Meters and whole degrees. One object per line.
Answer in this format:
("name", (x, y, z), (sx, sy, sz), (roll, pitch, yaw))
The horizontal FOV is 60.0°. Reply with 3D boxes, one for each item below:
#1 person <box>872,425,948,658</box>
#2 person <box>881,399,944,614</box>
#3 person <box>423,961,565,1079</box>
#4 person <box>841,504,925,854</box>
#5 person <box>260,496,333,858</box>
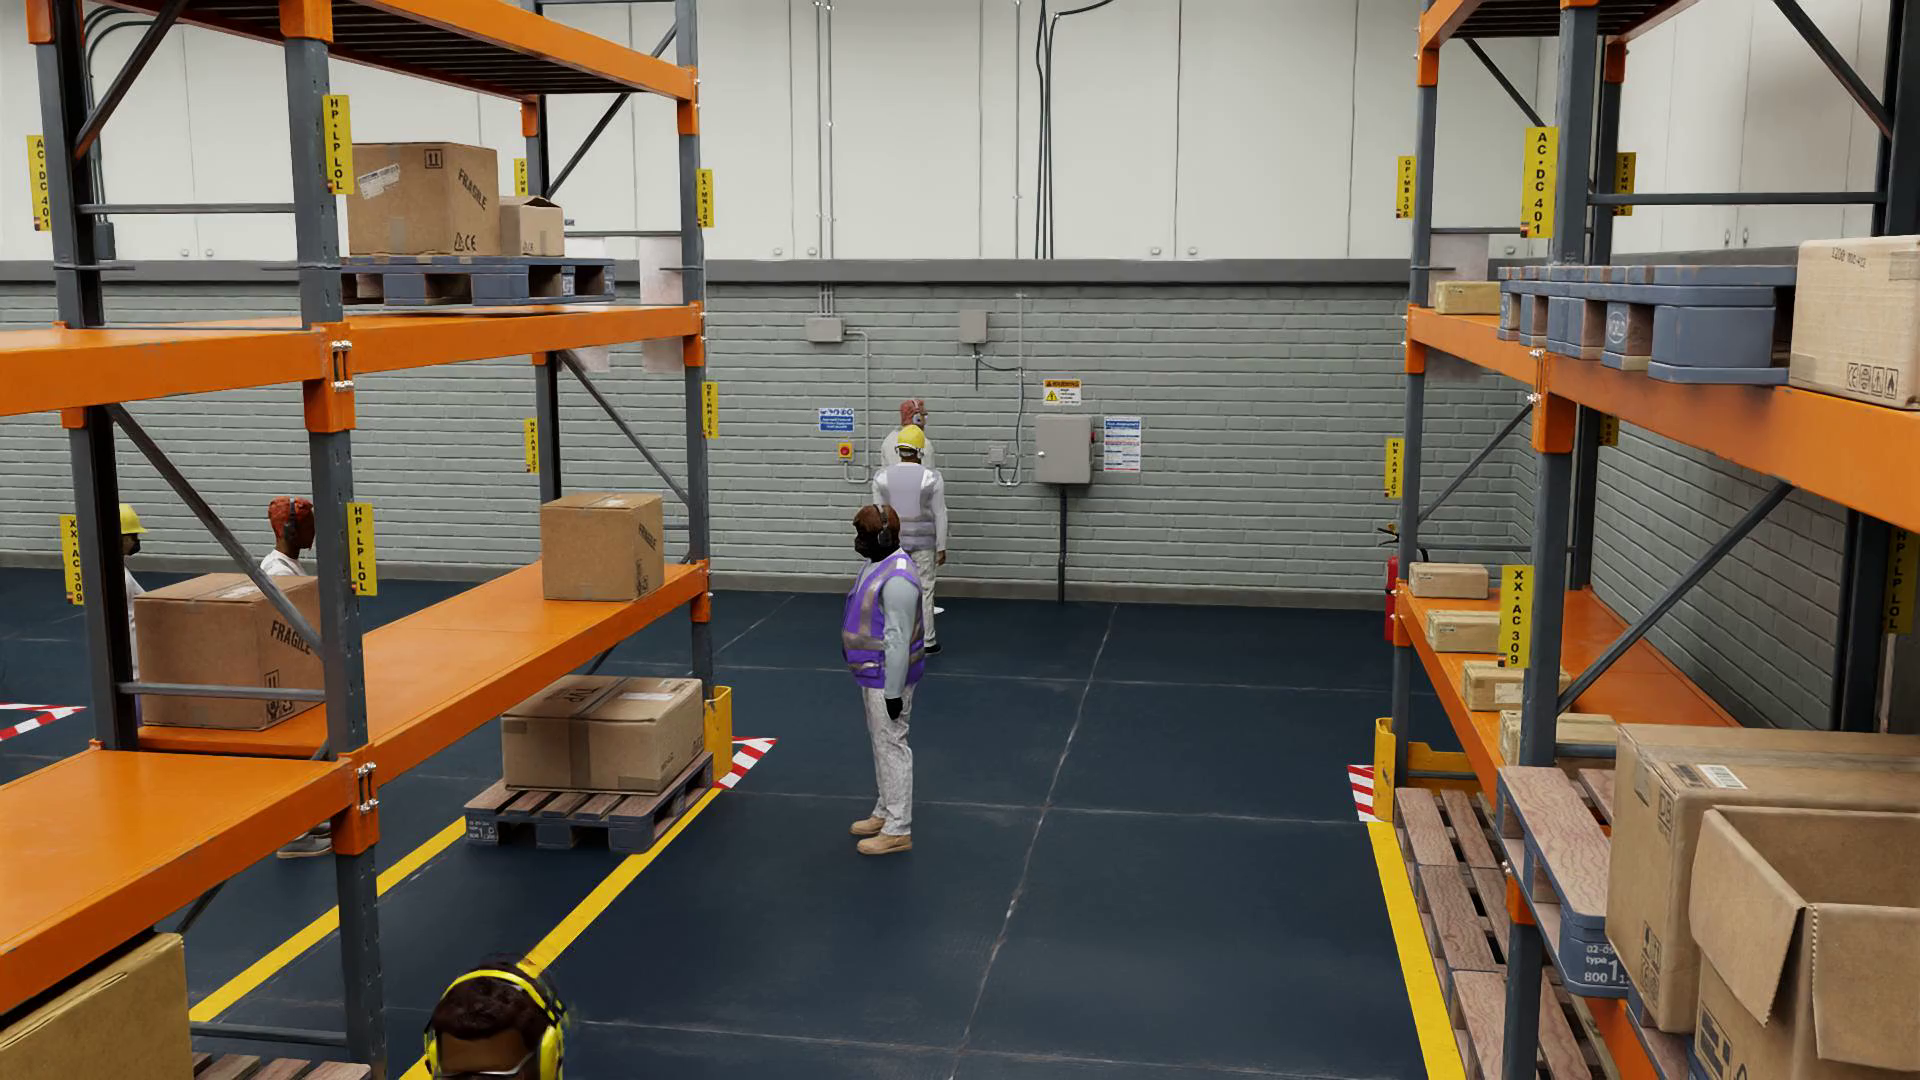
("person", (-0.380, 0.013, 13.053), (0.599, 1.832, 0.404), (2, 9, 12))
("person", (-0.412, -0.294, 14.722), (0.401, 1.910, 0.641), (-7, 12, -37))
("person", (-0.790, 1.640, 3.068), (0.512, 1.823, 0.980), (-1, 9, -9))
("person", (-0.403, 0.718, 8.722), (0.429, 1.837, 0.628), (-2, 9, -12))
("person", (-3.464, 0.706, 8.652), (0.359, 1.880, 0.575), (-3, 10, -20))
